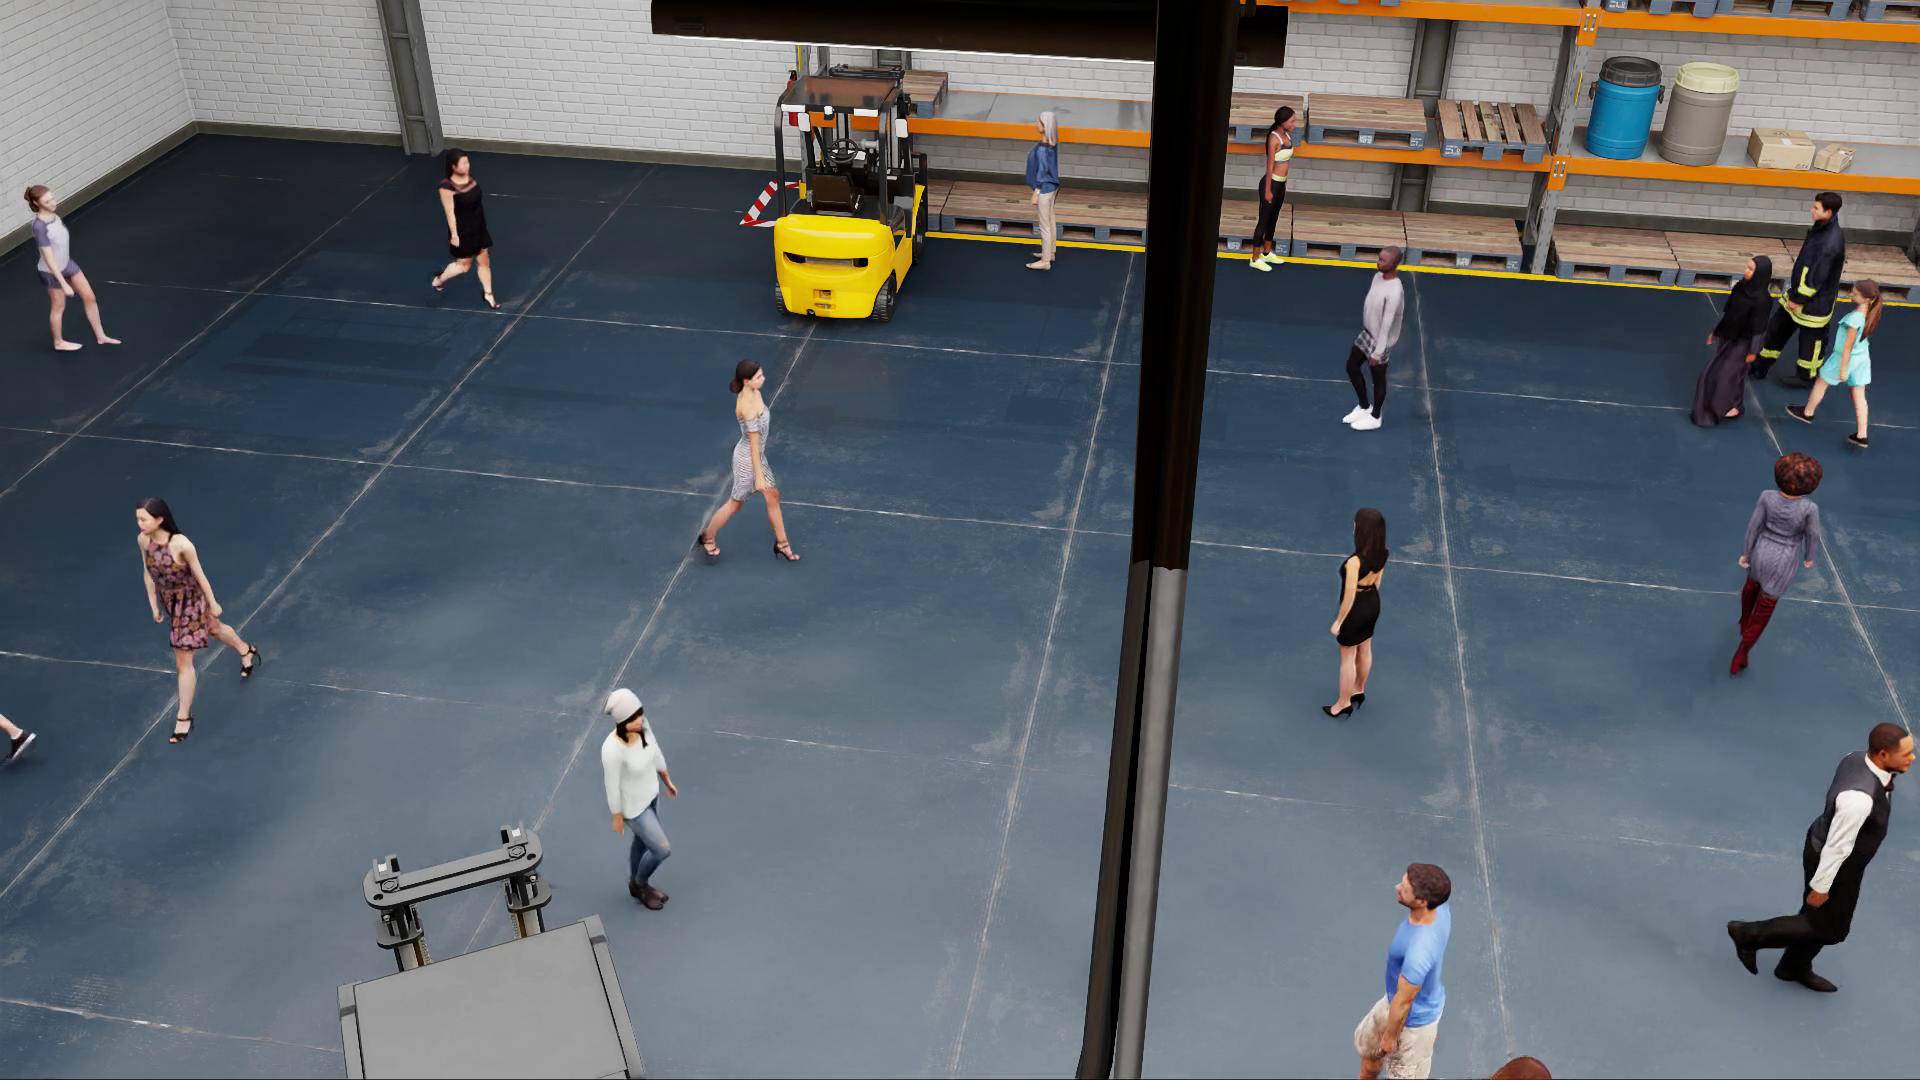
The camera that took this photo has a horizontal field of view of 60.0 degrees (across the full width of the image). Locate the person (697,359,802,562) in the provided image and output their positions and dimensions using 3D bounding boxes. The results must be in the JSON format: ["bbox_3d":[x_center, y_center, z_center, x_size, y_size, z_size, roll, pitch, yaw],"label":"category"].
[{"bbox_3d":[-1.695,-0.555,12.721,1.081,1.778,0.708,0,34,0],"label":"person"}]

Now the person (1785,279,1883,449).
[{"bbox_3d":[7.767,-1.515,14.402,1.106,1.515,1.071,-13,36,-19],"label":"person"}]

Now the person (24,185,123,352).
[{"bbox_3d":[-8.624,-2.560,15.790,0.893,1.721,0.683,-4,34,-6],"label":"person"}]

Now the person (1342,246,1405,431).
[{"bbox_3d":[3.741,-1.757,14.543,0.719,1.764,0.728,-6,34,-9],"label":"person"}]

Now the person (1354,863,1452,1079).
[{"bbox_3d":[2.332,2.369,8.269,1.220,1.836,0.856,15,36,21],"label":"person"}]

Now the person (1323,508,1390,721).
[{"bbox_3d":[2.698,0.506,11.242,0.633,1.648,0.674,-25,41,-32],"label":"person"}]

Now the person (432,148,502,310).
[{"bbox_3d":[-4.999,-3.078,16.590,0.971,1.696,0.735,10,35,14],"label":"person"}]

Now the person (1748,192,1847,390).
[{"bbox_3d":[7.855,-2.232,15.140,0.975,1.894,0.802,3,34,5],"label":"person"}]

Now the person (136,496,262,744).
[{"bbox_3d":[-5.198,0.426,11.301,1.163,1.717,0.798,11,35,15],"label":"person"}]

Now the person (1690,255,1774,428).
[{"bbox_3d":[6.965,-1.770,14.700,0.879,1.611,0.711,-1,34,-2],"label":"person"}]

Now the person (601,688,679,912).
[{"bbox_3d":[-1.961,1.506,9.749,0.603,1.636,0.607,8,34,12],"label":"person"}]

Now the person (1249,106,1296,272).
[{"bbox_3d":[3.281,-3.713,17.494,0.652,1.754,0.636,23,40,31],"label":"person"}]

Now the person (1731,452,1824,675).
[{"bbox_3d":[5.690,0.200,11.675,0.983,1.679,0.966,27,42,35],"label":"person"}]

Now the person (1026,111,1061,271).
[{"bbox_3d":[0.903,-3.689,17.509,0.590,1.697,0.630,9,35,14],"label":"person"}]

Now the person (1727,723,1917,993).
[{"bbox_3d":[4.727,1.729,9.171,0.986,1.904,0.854,17,37,24],"label":"person"}]
